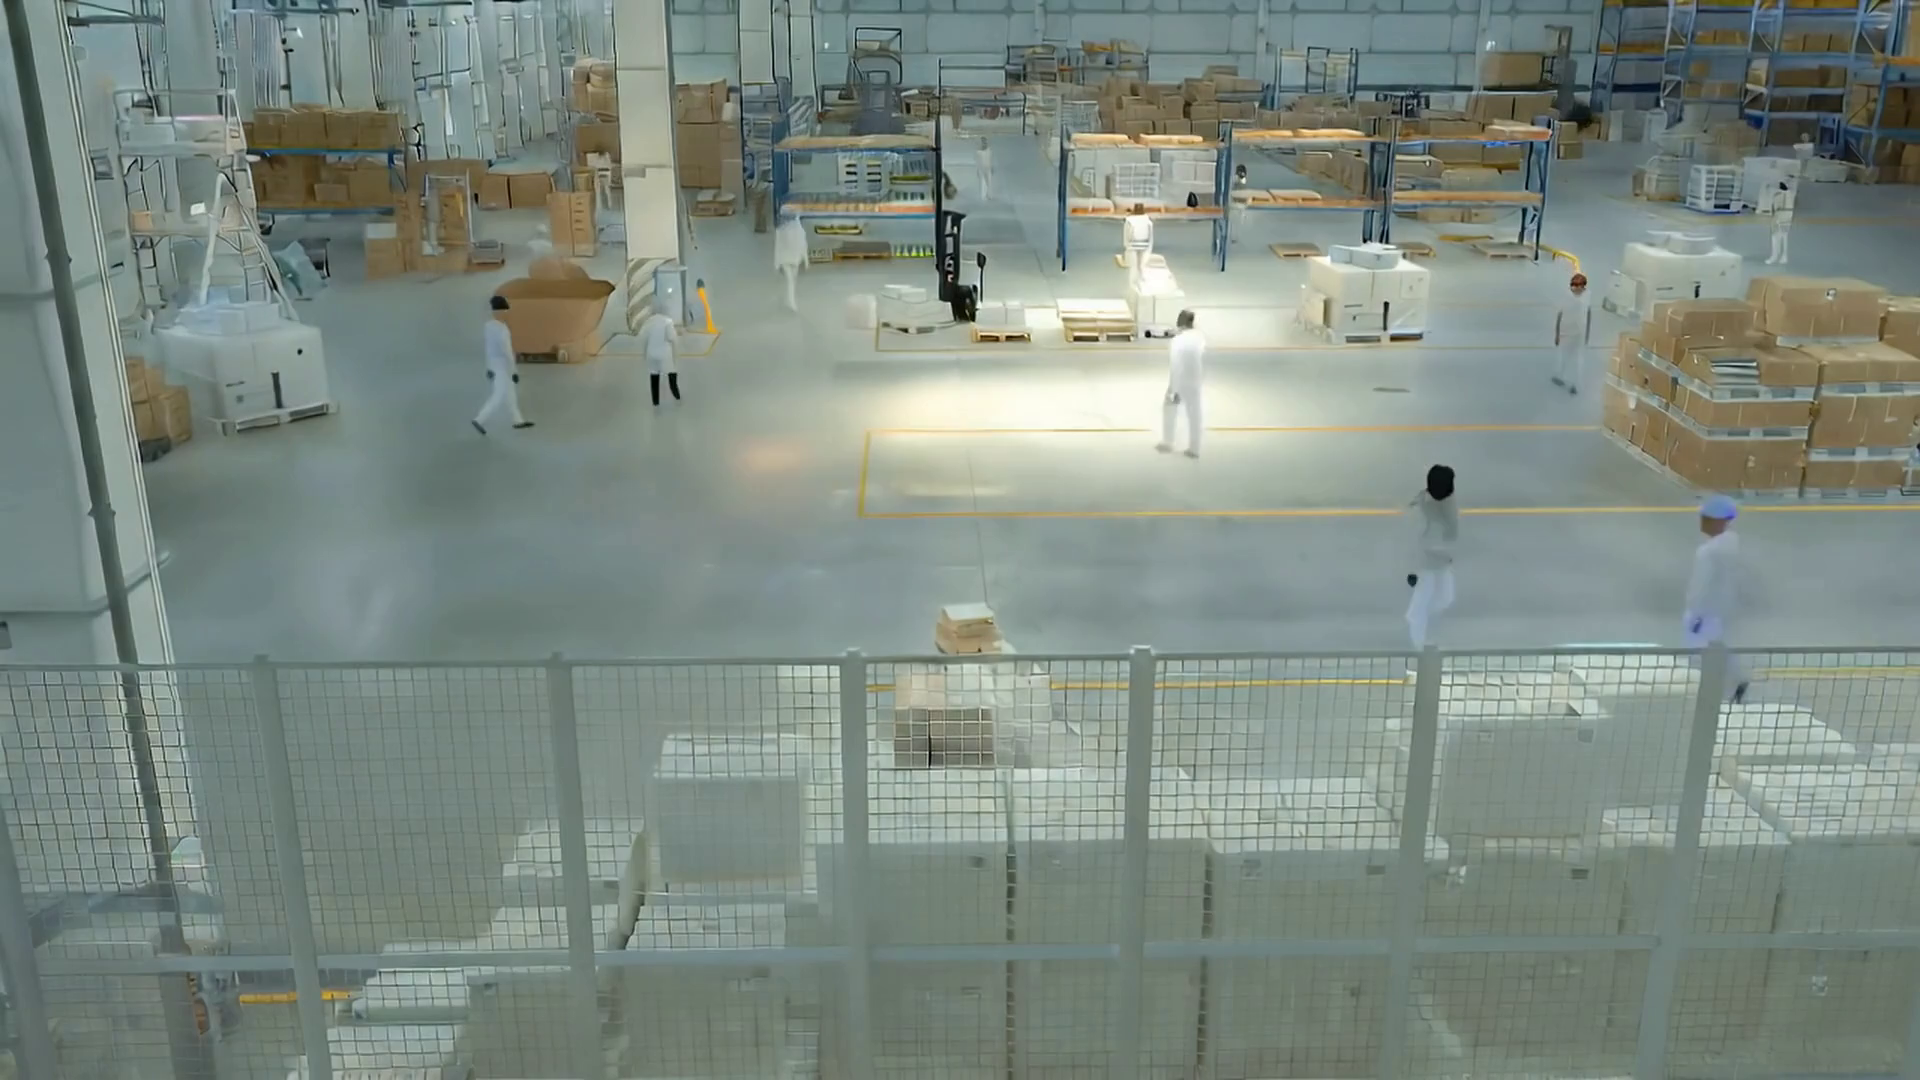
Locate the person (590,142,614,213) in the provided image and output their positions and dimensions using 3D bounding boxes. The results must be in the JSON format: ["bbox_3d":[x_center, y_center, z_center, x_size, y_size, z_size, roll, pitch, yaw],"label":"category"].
[{"bbox_3d":[-9.479,-9.603,43.984,0.595,1.825,1.022,-10,21,-28],"label":"person"}]

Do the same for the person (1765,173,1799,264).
[{"bbox_3d":[17.753,-6.939,35.934,0.539,1.929,0.387,-4,19,-12],"label":"person"}]

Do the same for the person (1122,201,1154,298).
[{"bbox_3d":[3.417,-5.592,32.060,0.621,1.845,0.430,-4,19,-12],"label":"person"}]

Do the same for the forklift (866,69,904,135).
[{"bbox_3d":[-2.895,-15.504,59.864,1.129,2.768,1.873,10,21,28],"label":"forklift"}]

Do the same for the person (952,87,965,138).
[{"bbox_3d":[-0.068,-16.565,64.465,0.373,1.940,0.629,-10,21,-26],"label":"person"}]

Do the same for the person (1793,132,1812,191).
[{"bbox_3d":[24.469,-11.032,48.446,0.534,1.684,0.600,-1,19,-2],"label":"person"}]

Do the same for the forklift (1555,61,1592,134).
[{"bbox_3d":[24.113,-17.613,66.121,1.873,2.768,1.129,-1,19,-2],"label":"forklift"}]

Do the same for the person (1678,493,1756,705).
[{"bbox_3d":[6.248,0.545,13.754,0.600,1.911,0.717,-16,24,-39],"label":"person"}]

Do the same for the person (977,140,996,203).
[{"bbox_3d":[0.712,-10.109,45.689,0.494,1.698,0.905,-5,19,-16],"label":"person"}]

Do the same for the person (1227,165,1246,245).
[{"bbox_3d":[6.428,-7.804,38.693,0.363,1.805,0.679,6,20,17],"label":"person"}]

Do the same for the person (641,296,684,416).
[{"bbox_3d":[-4.217,-2.644,23.588,0.557,1.649,0.847,3,19,9],"label":"person"}]

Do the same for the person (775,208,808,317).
[{"bbox_3d":[-3.142,-5.125,30.489,0.619,1.966,0.850,-15,24,-37],"label":"person"}]

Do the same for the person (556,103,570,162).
[{"bbox_3d":[-13.425,-13.750,56.113,0.376,1.939,0.547,-10,21,-27],"label":"person"}]

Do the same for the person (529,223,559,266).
[{"bbox_3d":[-7.470,-4.845,30.037,0.534,1.722,0.912,8,20,23],"label":"person"}]

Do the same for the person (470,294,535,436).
[{"bbox_3d":[-6.230,-2.352,22.368,0.865,1.903,0.593,-13,22,-33],"label":"person"}]

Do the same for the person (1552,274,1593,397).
[{"bbox_3d":[9.067,-3.052,24.599,0.593,1.798,0.997,2,19,5],"label":"person"}]

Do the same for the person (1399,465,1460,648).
[{"bbox_3d":[4.210,0.185,14.966,0.663,1.825,0.488,-15,24,-38],"label":"person"}]

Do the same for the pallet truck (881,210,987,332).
[{"bbox_3d":[-0.493,-4.759,29.349,1.885,1.965,0.823,-13,23,-34],"label":"pallet truck"}]

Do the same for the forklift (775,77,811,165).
[{"bbox_3d":[-5.920,-13.893,55.085,1.873,2.768,1.129,-1,19,-1],"label":"forklift"}]

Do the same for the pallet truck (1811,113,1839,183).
[{"bbox_3d":[26.403,-11.957,50.702,0.823,1.965,1.885,6,19,16],"label":"pallet truck"}]

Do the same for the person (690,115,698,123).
[{"bbox_3d":[-8.793,-13.266,55.163,0.520,1.629,0.360,6,20,18],"label":"person"}]

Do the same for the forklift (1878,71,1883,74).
[{"bbox_3d":[32.120,-15.172,58.879,1.129,2.768,1.873,-1,19,-1],"label":"forklift"}]

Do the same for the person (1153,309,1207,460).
[{"bbox_3d":[2.829,-2.013,21.327,0.658,1.909,0.807,-12,22,-32],"label":"person"}]

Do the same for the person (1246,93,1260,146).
[{"bbox_3d":[10.848,-15.489,61.324,0.443,1.906,0.601,-4,19,-10],"label":"person"}]

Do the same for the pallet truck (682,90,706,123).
[{"bbox_3d":[-9.671,-15.907,62.421,0.823,1.965,1.885,5,19,15],"label":"pallet truck"}]
